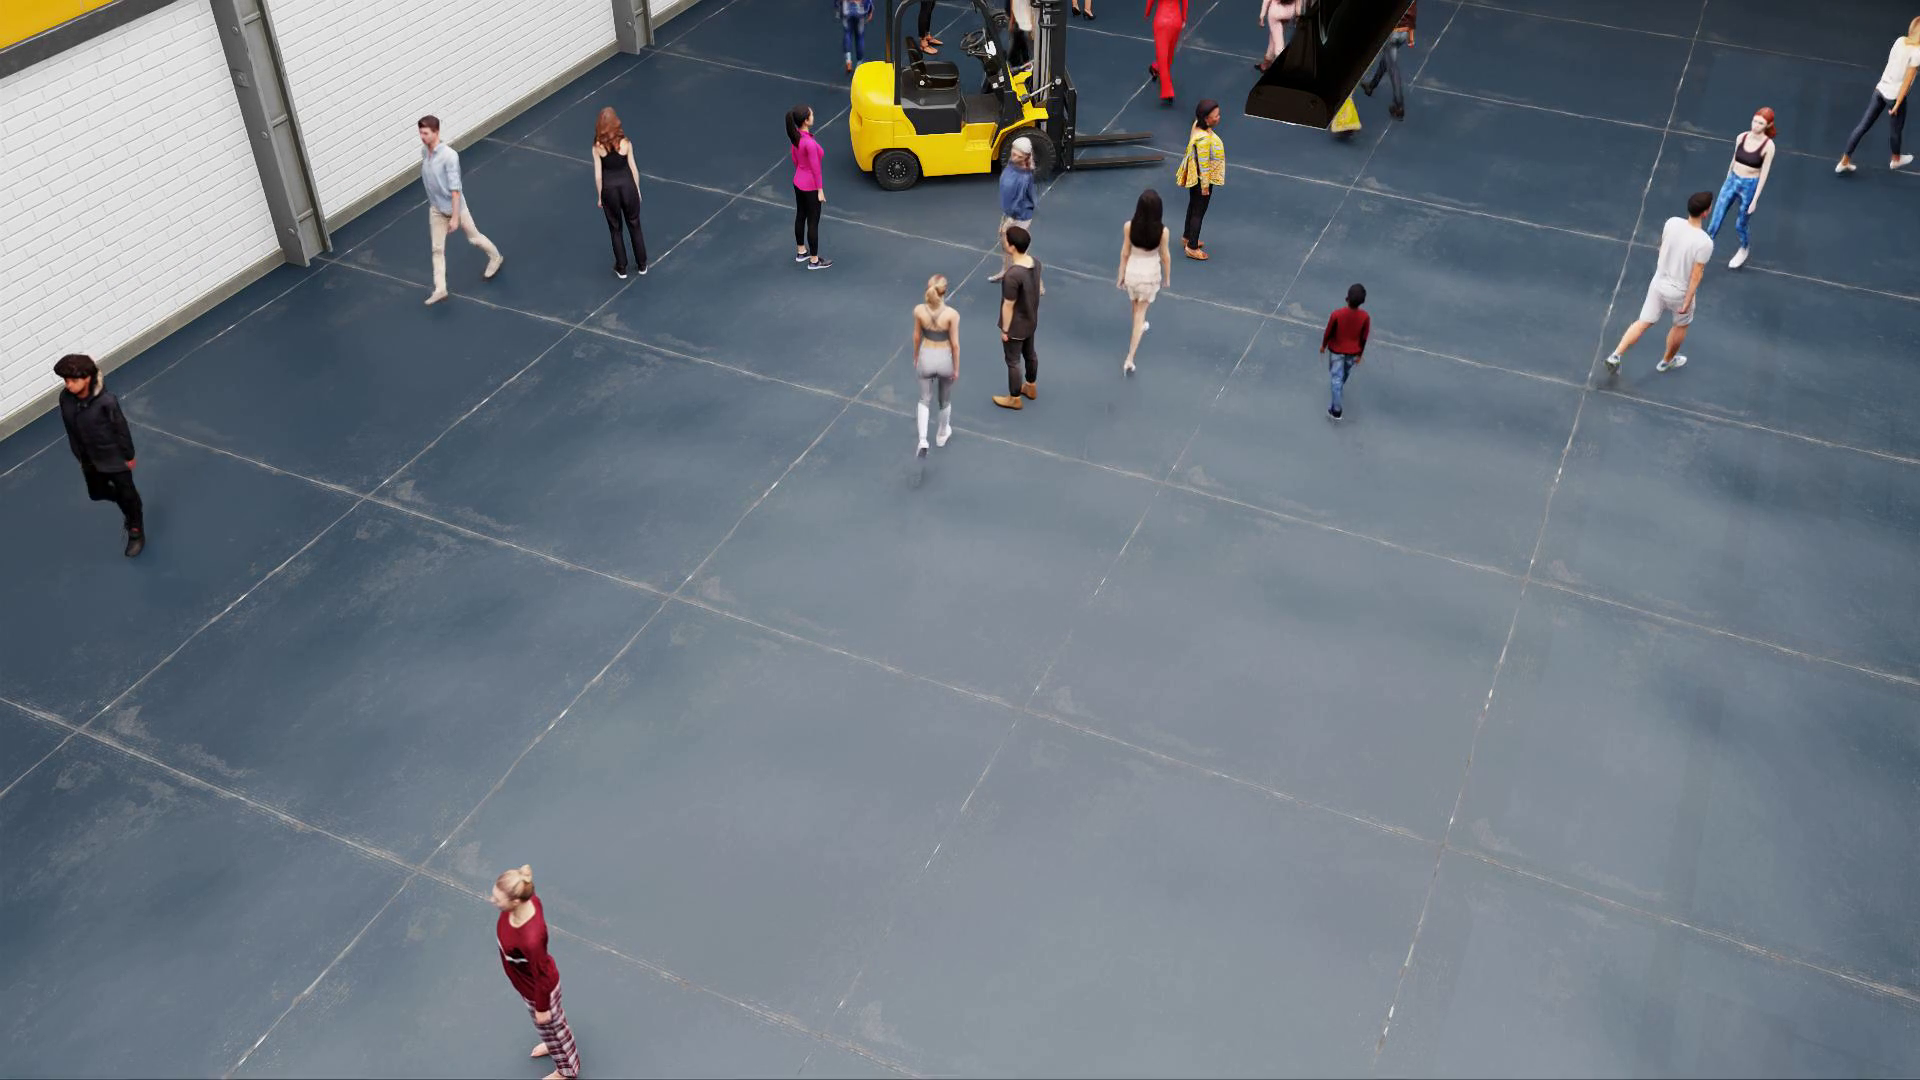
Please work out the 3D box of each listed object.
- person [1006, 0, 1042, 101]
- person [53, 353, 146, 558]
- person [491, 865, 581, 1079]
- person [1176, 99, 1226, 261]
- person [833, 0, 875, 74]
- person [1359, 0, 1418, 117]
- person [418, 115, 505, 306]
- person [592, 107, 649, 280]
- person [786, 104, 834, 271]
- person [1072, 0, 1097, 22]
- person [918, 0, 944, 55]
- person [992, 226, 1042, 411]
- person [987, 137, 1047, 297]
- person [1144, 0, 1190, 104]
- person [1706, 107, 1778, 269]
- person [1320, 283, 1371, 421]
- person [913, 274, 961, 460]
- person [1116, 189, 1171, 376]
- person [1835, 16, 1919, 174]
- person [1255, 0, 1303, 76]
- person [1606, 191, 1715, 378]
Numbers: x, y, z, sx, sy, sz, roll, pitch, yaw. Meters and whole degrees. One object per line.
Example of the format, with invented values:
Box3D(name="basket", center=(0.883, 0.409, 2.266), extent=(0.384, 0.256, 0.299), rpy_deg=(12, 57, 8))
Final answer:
Box3D(name="person", center=(0.832, -6.055, 19.557), extent=(0.819, 1.789, 0.774), rpy_deg=(-25, 45, -28))
Box3D(name="person", center=(-6.606, -0.720, 12.885), extent=(0.804, 1.769, 0.894), rpy_deg=(1, 39, 1))
Box3D(name="person", center=(-2.313, 2.373, 9.069), extent=(0.709, 1.697, 0.674), rpy_deg=(-17, 41, -20))
Box3D(name="person", center=(2.394, -3.612, 16.596), extent=(0.912, 1.655, 0.838), rpy_deg=(-1, 39, -1))
Box3D(name="person", center=(-1.298, -6.335, 20.042), extent=(0.731, 1.612, 0.742), rpy_deg=(8, 39, 9))
Box3D(name="person", center=(5.066, -5.769, 19.238), extent=(1.181, 1.731, 1.191), rpy_deg=(-16, 41, -19))
Box3D(name="person", center=(-4.825, -3.224, 15.990), extent=(0.717, 1.806, 1.240), rpy_deg=(21, 43, 24))
Box3D(name="person", center=(-3.333, -3.387, 16.241), extent=(0.654, 1.747, 0.706), rpy_deg=(-11, 40, -13))
Box3D(name="person", center=(-1.516, -3.499, 16.429), extent=(0.713, 1.699, 0.682), rpy_deg=(-24, 44, -27))
Box3D(name="person", center=(1.622, -7.604, 21.579), extent=(0.603, 1.676, 0.563), rpy_deg=(31, 48, 33))
Box3D(name="person", center=(-0.386, -7.018, 20.726), extent=(0.710, 1.825, 0.524), rpy_deg=(9, 40, 12))
Box3D(name="person", center=(0.530, -1.928, 14.443), extent=(0.720, 1.712, 0.540), rpy_deg=(25, 45, 28))
Box3D(name="person", center=(0.592, -3.079, 15.939), extent=(0.921, 1.655, 0.857), rpy_deg=(1, 39, 1))
Box3D(name="person", center=(2.446, -5.990, 19.522), extent=(1.108, 1.731, 1.213), rpy_deg=(-10, 40, -12))
Box3D(name="person", center=(7.665, -3.364, 16.229), extent=(1.245, 1.737, 0.936), rpy_deg=(-27, 46, -30))
Box3D(name="person", center=(3.345, -1.624, 14.449), extent=(0.767, 1.229, 0.942), rpy_deg=(-2, 39, -2))
Box3D(name="person", center=(-0.226, -1.408, 13.810), extent=(0.703, 1.689, 0.975), rpy_deg=(7, 39, 9))
Box3D(name="person", center=(1.608, -2.261, 14.881), extent=(0.652, 1.685, 1.067), rpy_deg=(13, 40, 16))
Box3D(name="person", center=(9.947, -4.756, 17.948), extent=(1.127, 1.757, 1.094), rpy_deg=(-11, 40, -14))
Box3D(name="person", center=(3.849, -6.176, 19.789), extent=(1.140, 1.679, 1.182), rpy_deg=(-14, 41, -16))
Box3D(name="person", center=(6.234, -2.219, 14.717), extent=(1.267, 1.826, 1.088), rpy_deg=(-21, 43, -24))
